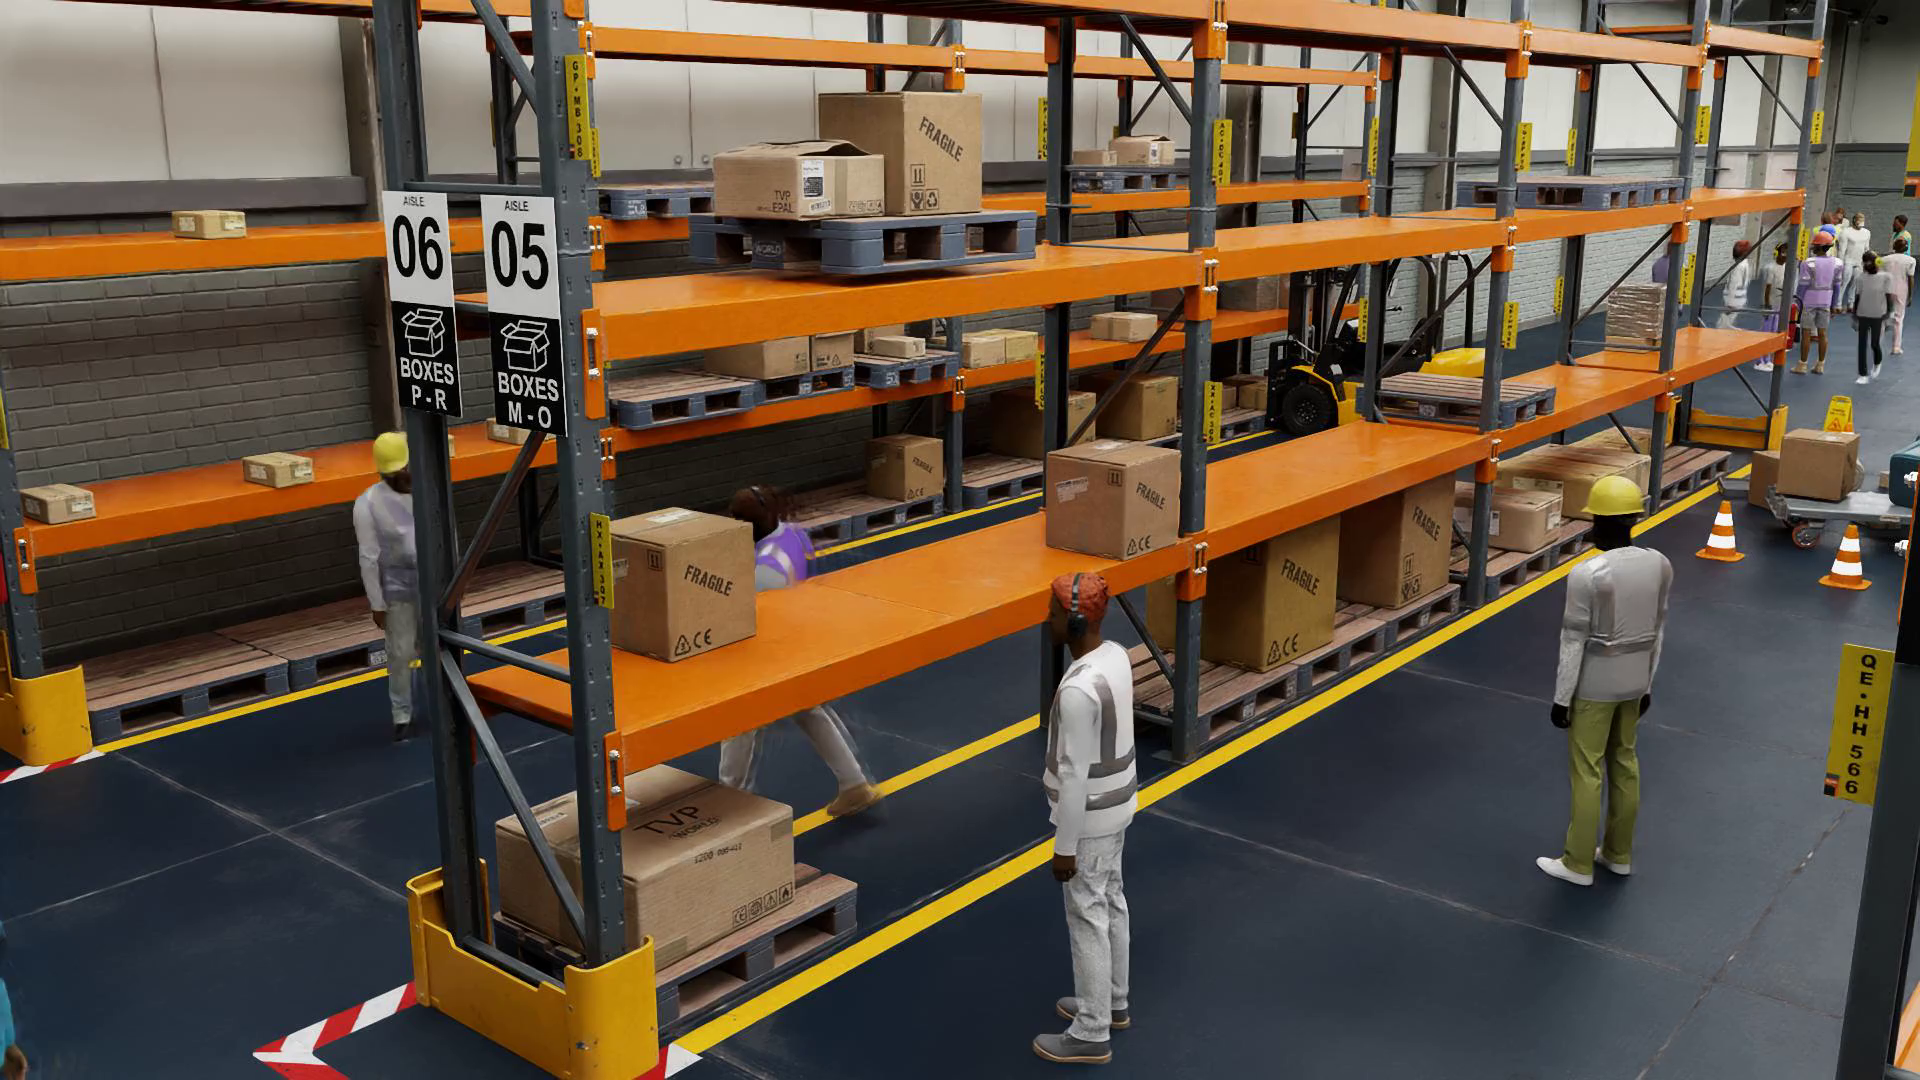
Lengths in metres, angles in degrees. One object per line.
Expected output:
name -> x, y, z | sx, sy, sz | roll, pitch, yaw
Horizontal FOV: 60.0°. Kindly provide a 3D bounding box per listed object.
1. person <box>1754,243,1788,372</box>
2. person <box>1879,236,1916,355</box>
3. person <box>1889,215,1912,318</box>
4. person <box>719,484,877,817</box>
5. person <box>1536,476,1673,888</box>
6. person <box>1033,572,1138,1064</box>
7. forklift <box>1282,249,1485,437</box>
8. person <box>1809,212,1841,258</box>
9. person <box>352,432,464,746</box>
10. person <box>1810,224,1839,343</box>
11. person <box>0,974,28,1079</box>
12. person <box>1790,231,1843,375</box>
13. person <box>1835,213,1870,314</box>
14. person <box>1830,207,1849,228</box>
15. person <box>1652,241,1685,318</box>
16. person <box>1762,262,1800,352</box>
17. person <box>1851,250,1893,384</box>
person -> 11.898, -3.400, 24.279 | 0.519, 1.865, 0.335 | -11, 18, -38
person -> 14.637, -3.825, 26.046 | 0.512, 1.845, 0.340 | 11, 18, 38
person -> 17.576, -5.122, 31.175 | 0.399, 1.920, 0.590 | 2, 14, 7
person -> -0.890, 0.575, 8.274 | 0.961, 1.786, 0.641 | 2, 14, 7
person -> 2.962, 0.652, 7.673 | 0.583, 1.918, 0.394 | -6, 15, -24
person -> 0.479, 1.029, 6.222 | 0.353, 1.877, 0.579 | 5, 15, 19
forklift -> 4.886, -2.214, 18.767 | 2.313, 2.155, 1.214 | 11, 18, 38
person -> 17.936, -5.889, 34.516 | 0.579, 1.810, 0.787 | 5, 15, 19
person -> -3.095, 0.265, 9.529 | 0.406, 1.805, 0.687 | 11, 17, 37
person -> 14.237, -4.242, 27.530 | 0.387, 1.948, 0.602 | 3, 14, 11
person -> -2.855, 1.505, 4.664 | 0.908, 1.696, 0.581 | -3, 14, -13
person -> 12.273, -3.391, 23.862 | 0.615, 2.045, 0.365 | 0, 14, -2
person -> 17.057, -5.278, 31.802 | 0.623, 1.932, 0.370 | -3, 14, -13
person -> 21.385, -7.285, 40.570 | 0.498, 1.633, 0.278 | 2, 14, 7
person -> 10.491, -3.497, 24.618 | 0.398, 1.899, 0.640 | -4, 14, -14
person -> 12.895, -3.778, 26.124 | 0.889, 1.701, 0.585 | -11, 18, -39
person -> 12.662, -3.092, 23.063 | 0.604, 1.842, 0.552 | -13, 19, -42
